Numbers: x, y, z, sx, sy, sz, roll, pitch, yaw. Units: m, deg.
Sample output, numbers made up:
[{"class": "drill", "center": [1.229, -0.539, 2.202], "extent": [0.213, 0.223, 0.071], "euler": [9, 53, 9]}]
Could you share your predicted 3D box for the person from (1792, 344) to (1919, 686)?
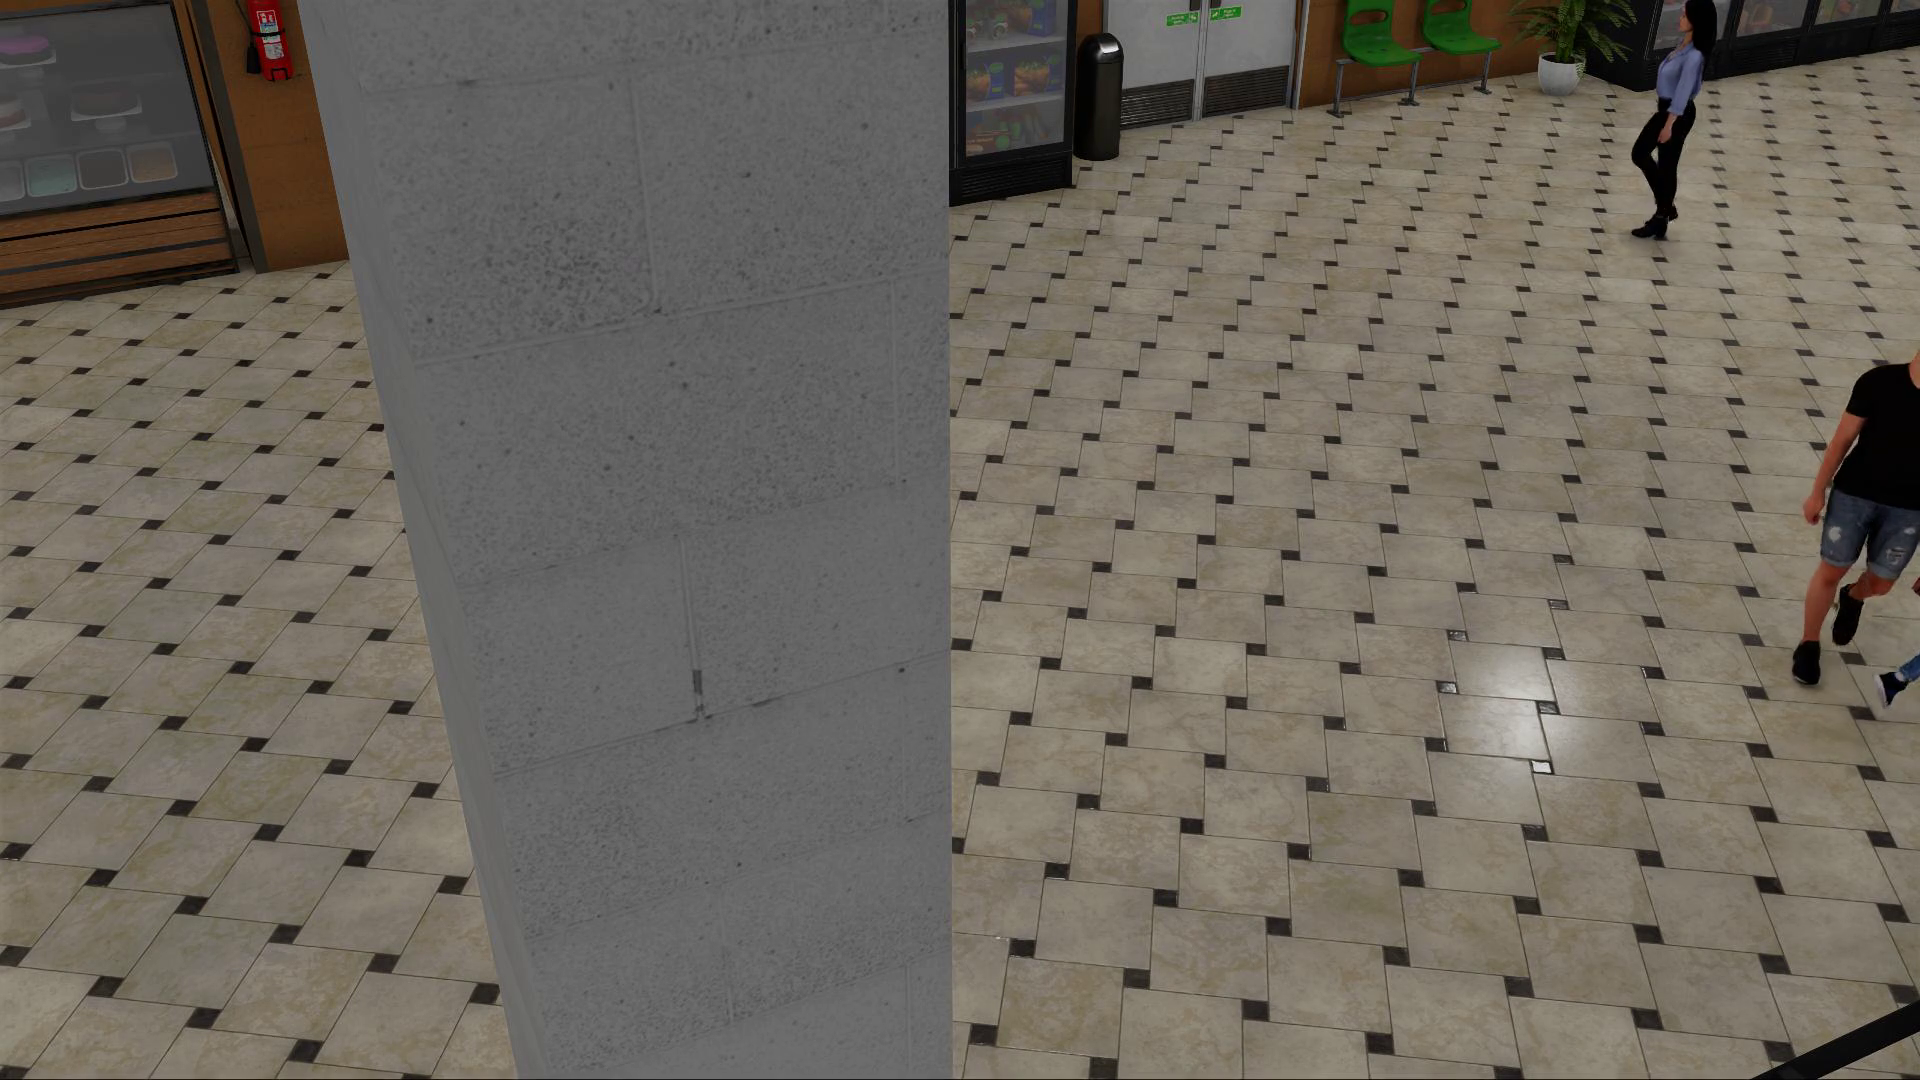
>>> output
[{"class": "person", "center": [4.078, -0.230, 7.346], "extent": [0.963, 1.836, 1.015], "euler": [14, 35, 22]}]

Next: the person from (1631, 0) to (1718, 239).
[{"class": "person", "center": [5.170, -2.967, 11.839], "extent": [0.851, 1.737, 0.770], "euler": [7, 33, 11]}]
